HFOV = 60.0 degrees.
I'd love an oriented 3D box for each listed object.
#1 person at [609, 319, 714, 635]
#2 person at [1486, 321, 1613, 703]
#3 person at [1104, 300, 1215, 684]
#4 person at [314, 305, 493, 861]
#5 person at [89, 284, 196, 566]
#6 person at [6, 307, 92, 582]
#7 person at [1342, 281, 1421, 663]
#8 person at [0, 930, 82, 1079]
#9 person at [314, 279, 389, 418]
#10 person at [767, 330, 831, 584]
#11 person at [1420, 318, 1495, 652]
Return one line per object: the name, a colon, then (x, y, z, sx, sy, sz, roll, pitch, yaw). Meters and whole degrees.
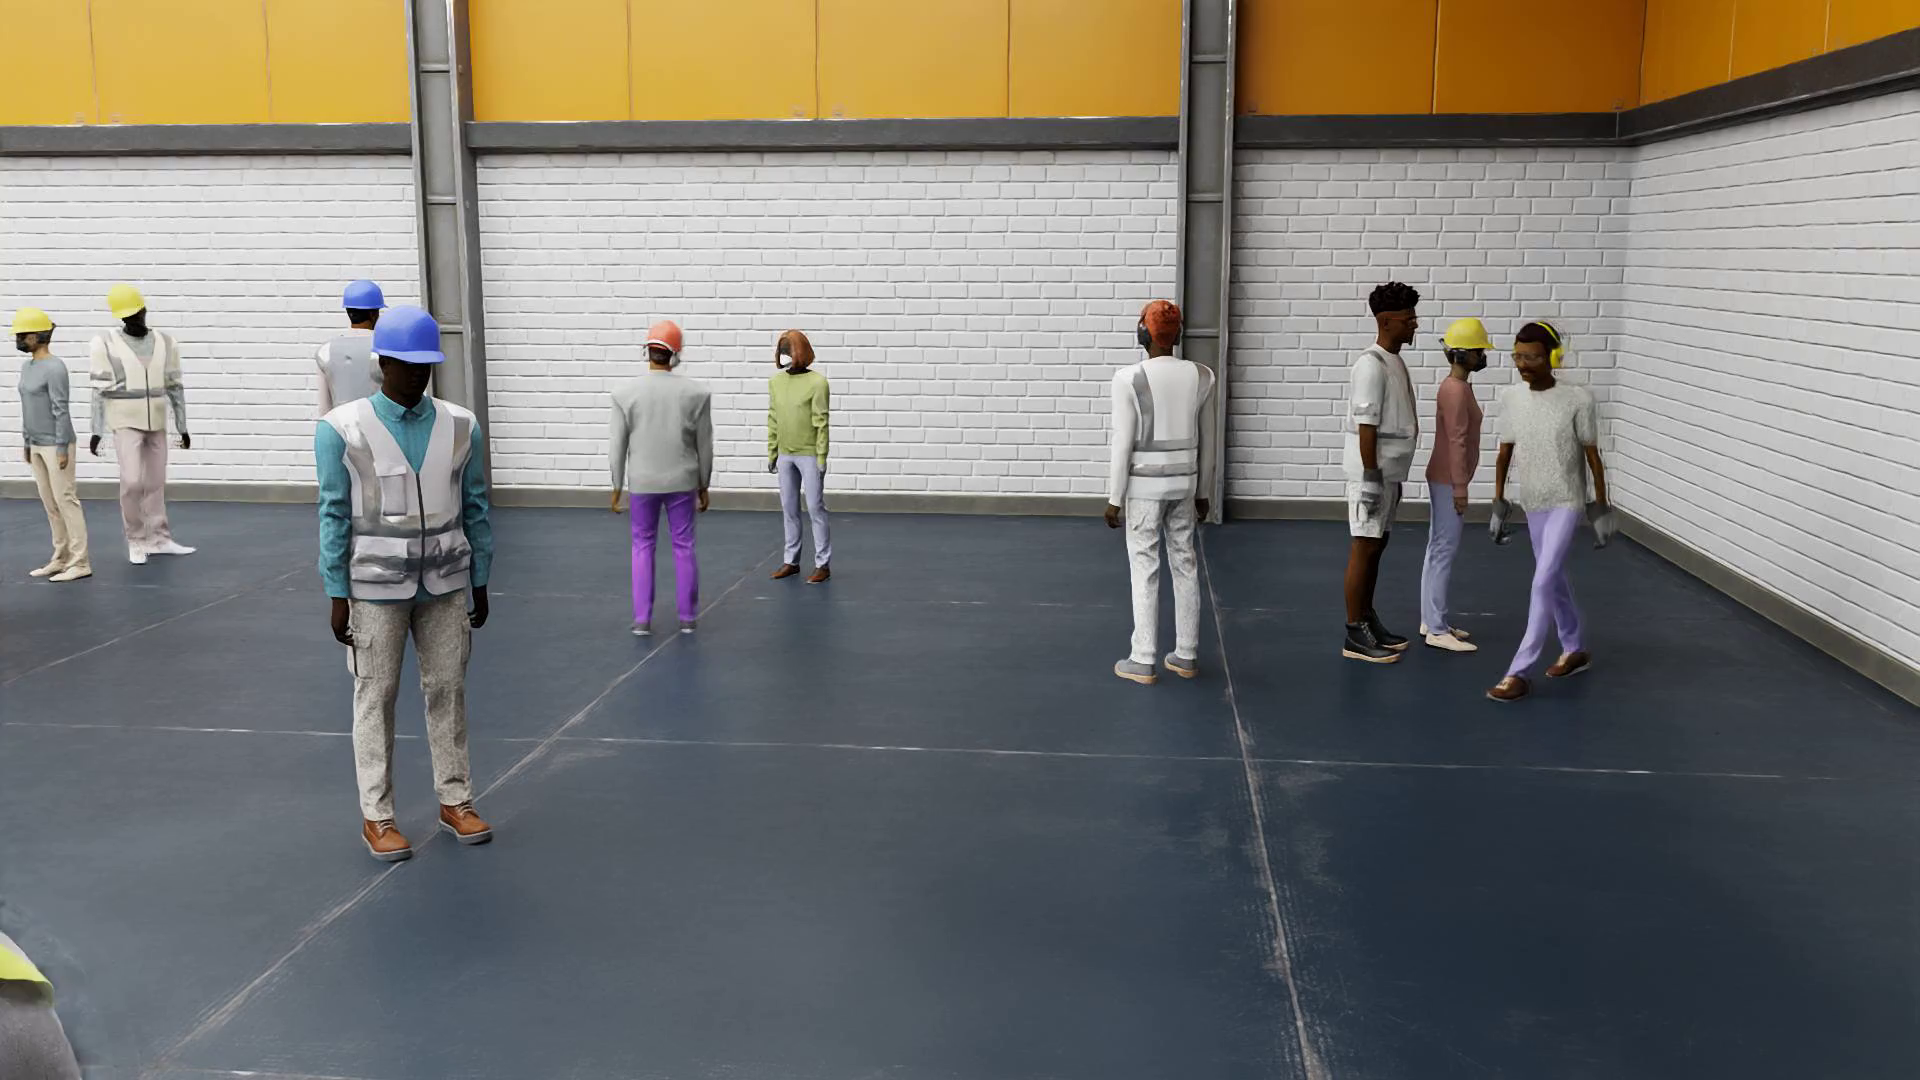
person: (-1.649, -0.341, 9.211, 0.570, 1.752, 0.340, -2, 10, -13)
person: (2.843, -0.156, 8.041, 0.948, 1.798, 0.559, -7, 12, -36)
person: (0.986, -0.234, 8.200, 0.585, 1.882, 0.337, -4, 11, -24)
person: (-1.931, 0.151, 5.850, 0.604, 1.939, 0.415, -8, 13, -38)
person: (-5.566, -0.775, 11.264, 0.451, 1.891, 0.693, 7, 12, 34)
person: (-5.893, -0.611, 10.722, 0.526, 1.762, 0.326, 8, 13, 38)
person: (2.199, -0.361, 8.691, 0.374, 1.966, 0.608, 5, 11, 27)
person: (-1.091, 0.949, 1.585, 0.645, 1.824, 0.435, 5, 11, 25)
person: (-3.559, -0.587, 10.036, 0.603, 1.949, 0.389, 2, 10, 11)
person: (-1.033, -0.533, 10.659, 0.497, 1.626, 0.287, 7, 12, 34)
person: (2.657, -0.300, 8.911, 0.324, 1.769, 0.523, 2, 10, 13)
